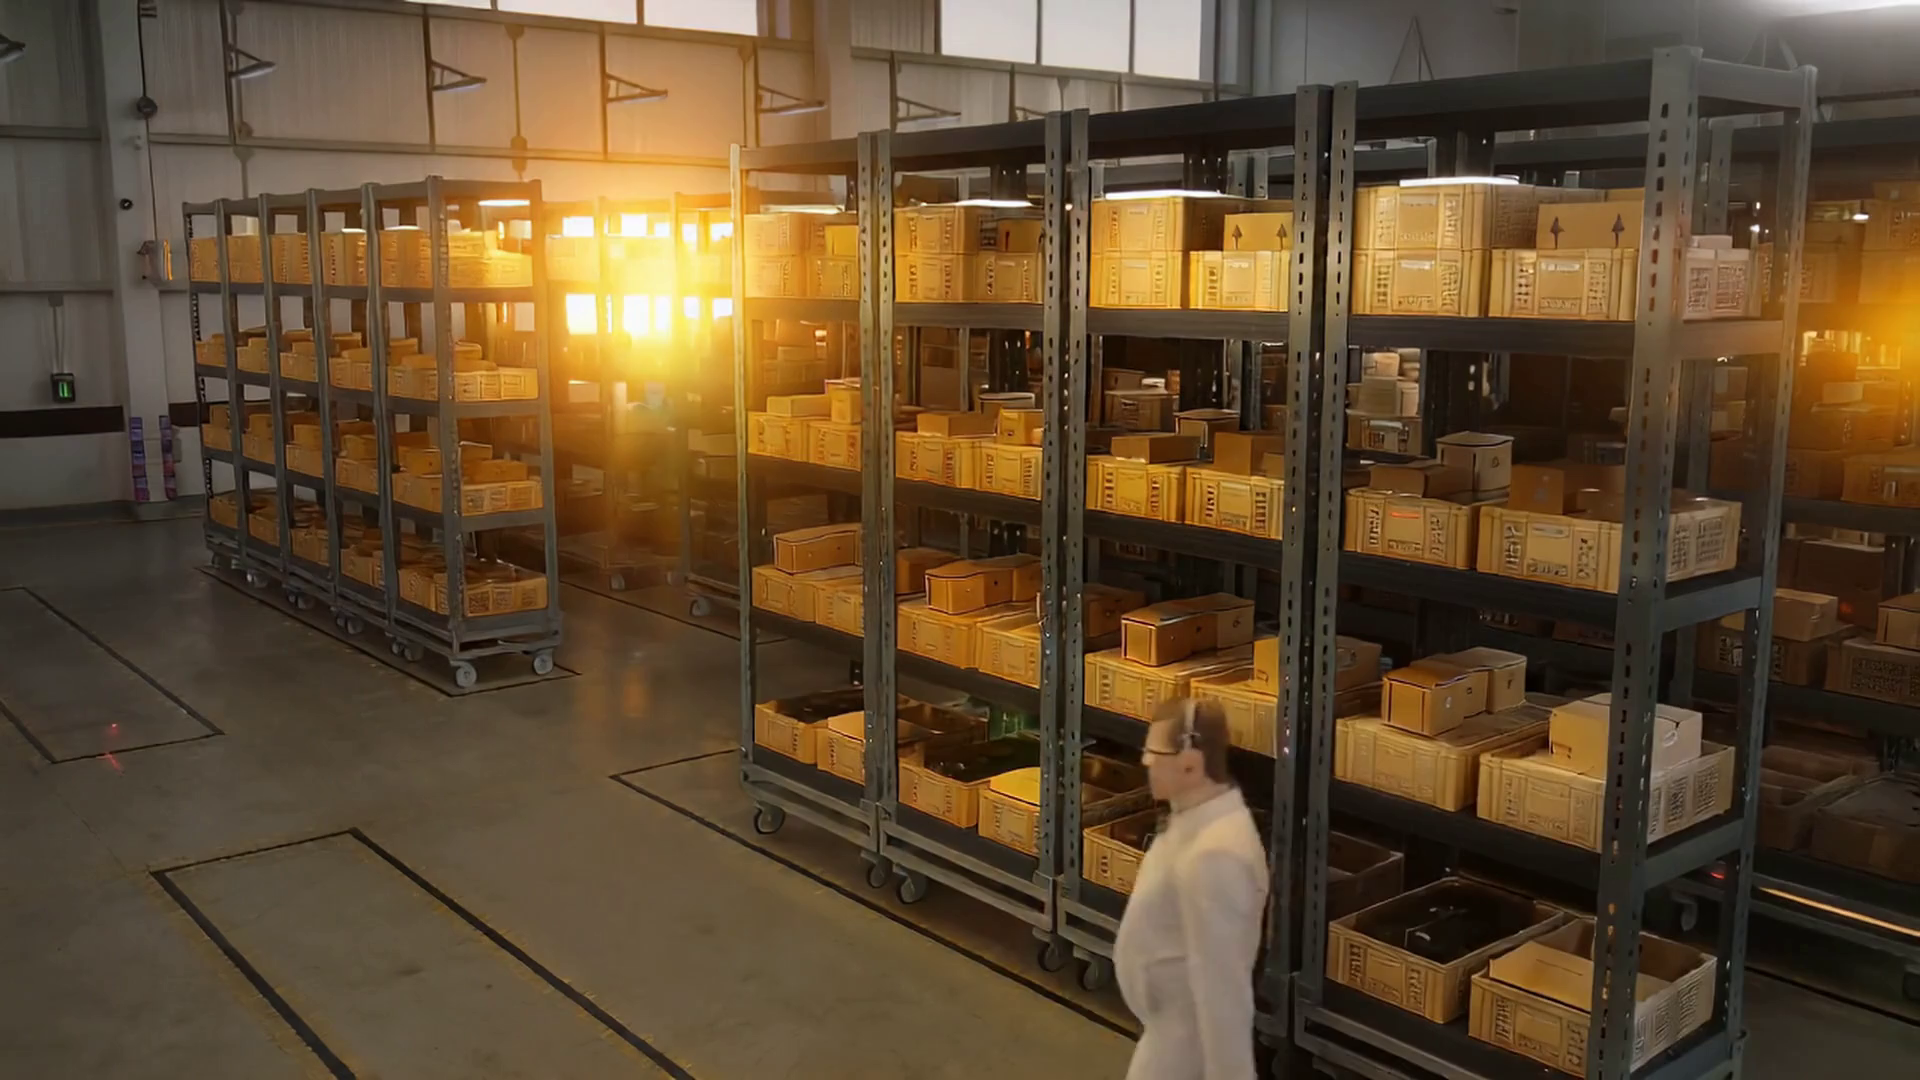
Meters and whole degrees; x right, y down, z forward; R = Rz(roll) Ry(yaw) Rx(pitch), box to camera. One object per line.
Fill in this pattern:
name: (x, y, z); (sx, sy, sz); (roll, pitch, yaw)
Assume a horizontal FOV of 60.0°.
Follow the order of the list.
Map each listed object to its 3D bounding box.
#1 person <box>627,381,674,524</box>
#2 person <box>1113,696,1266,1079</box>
person: (-3.434, -0.921, 18.363); (0.580, 1.805, 0.772); (-6, 11, -32)
person: (0.658, 1.336, 4.632); (1.005, 1.861, 0.662); (2, 10, 9)
